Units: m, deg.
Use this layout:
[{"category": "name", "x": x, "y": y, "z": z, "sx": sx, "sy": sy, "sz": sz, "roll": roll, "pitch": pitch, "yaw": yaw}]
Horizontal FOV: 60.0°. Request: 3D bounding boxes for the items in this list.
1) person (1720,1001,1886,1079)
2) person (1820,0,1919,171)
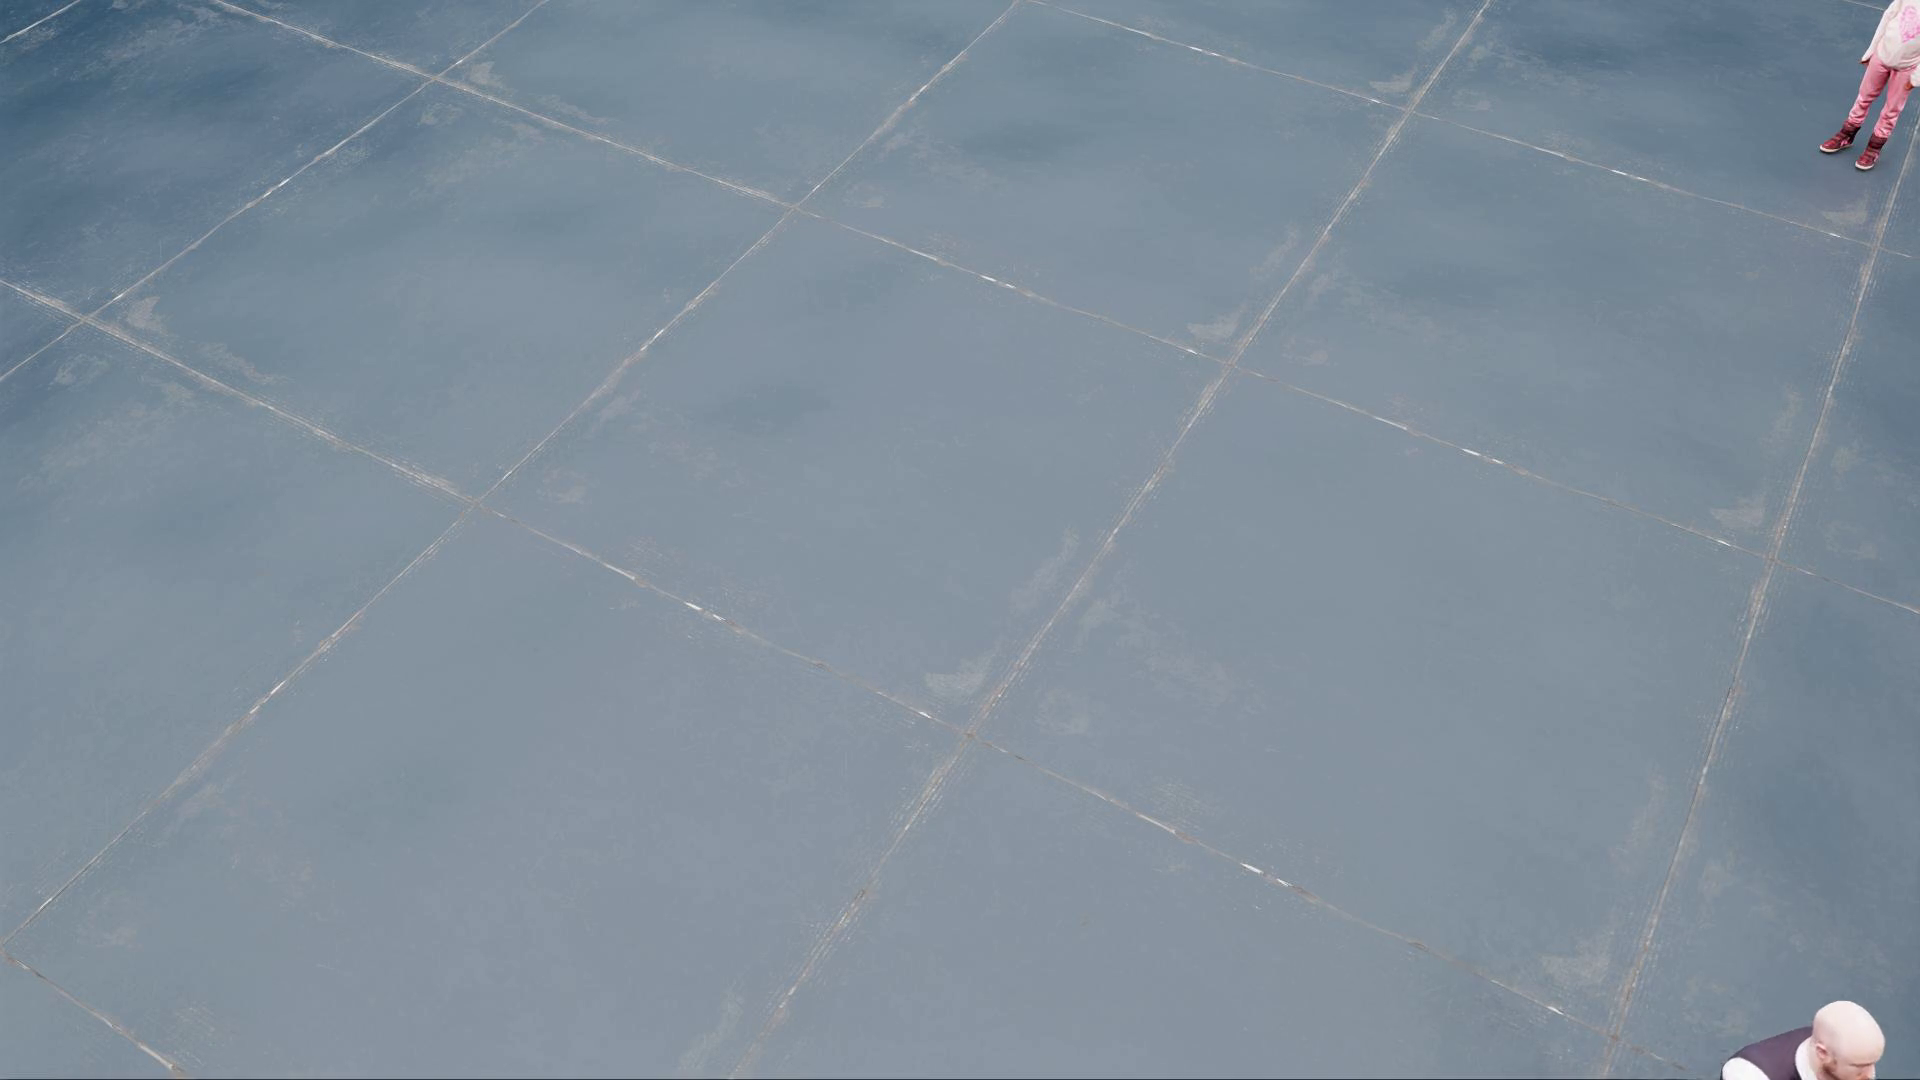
[{"category": "person", "x": 2.525, "y": 1.963, "z": 5.528, "sx": 1.130, "sy": 1.799, "sz": 1.222, "roll": -15, "pitch": 49, "yaw": -13}, {"category": "person", "x": 5.872, "y": -3.026, "z": 10.390, "sx": 0.669, "sy": 1.433, "sz": 0.555, "roll": -32, "pitch": 55, "yaw": -26}]
